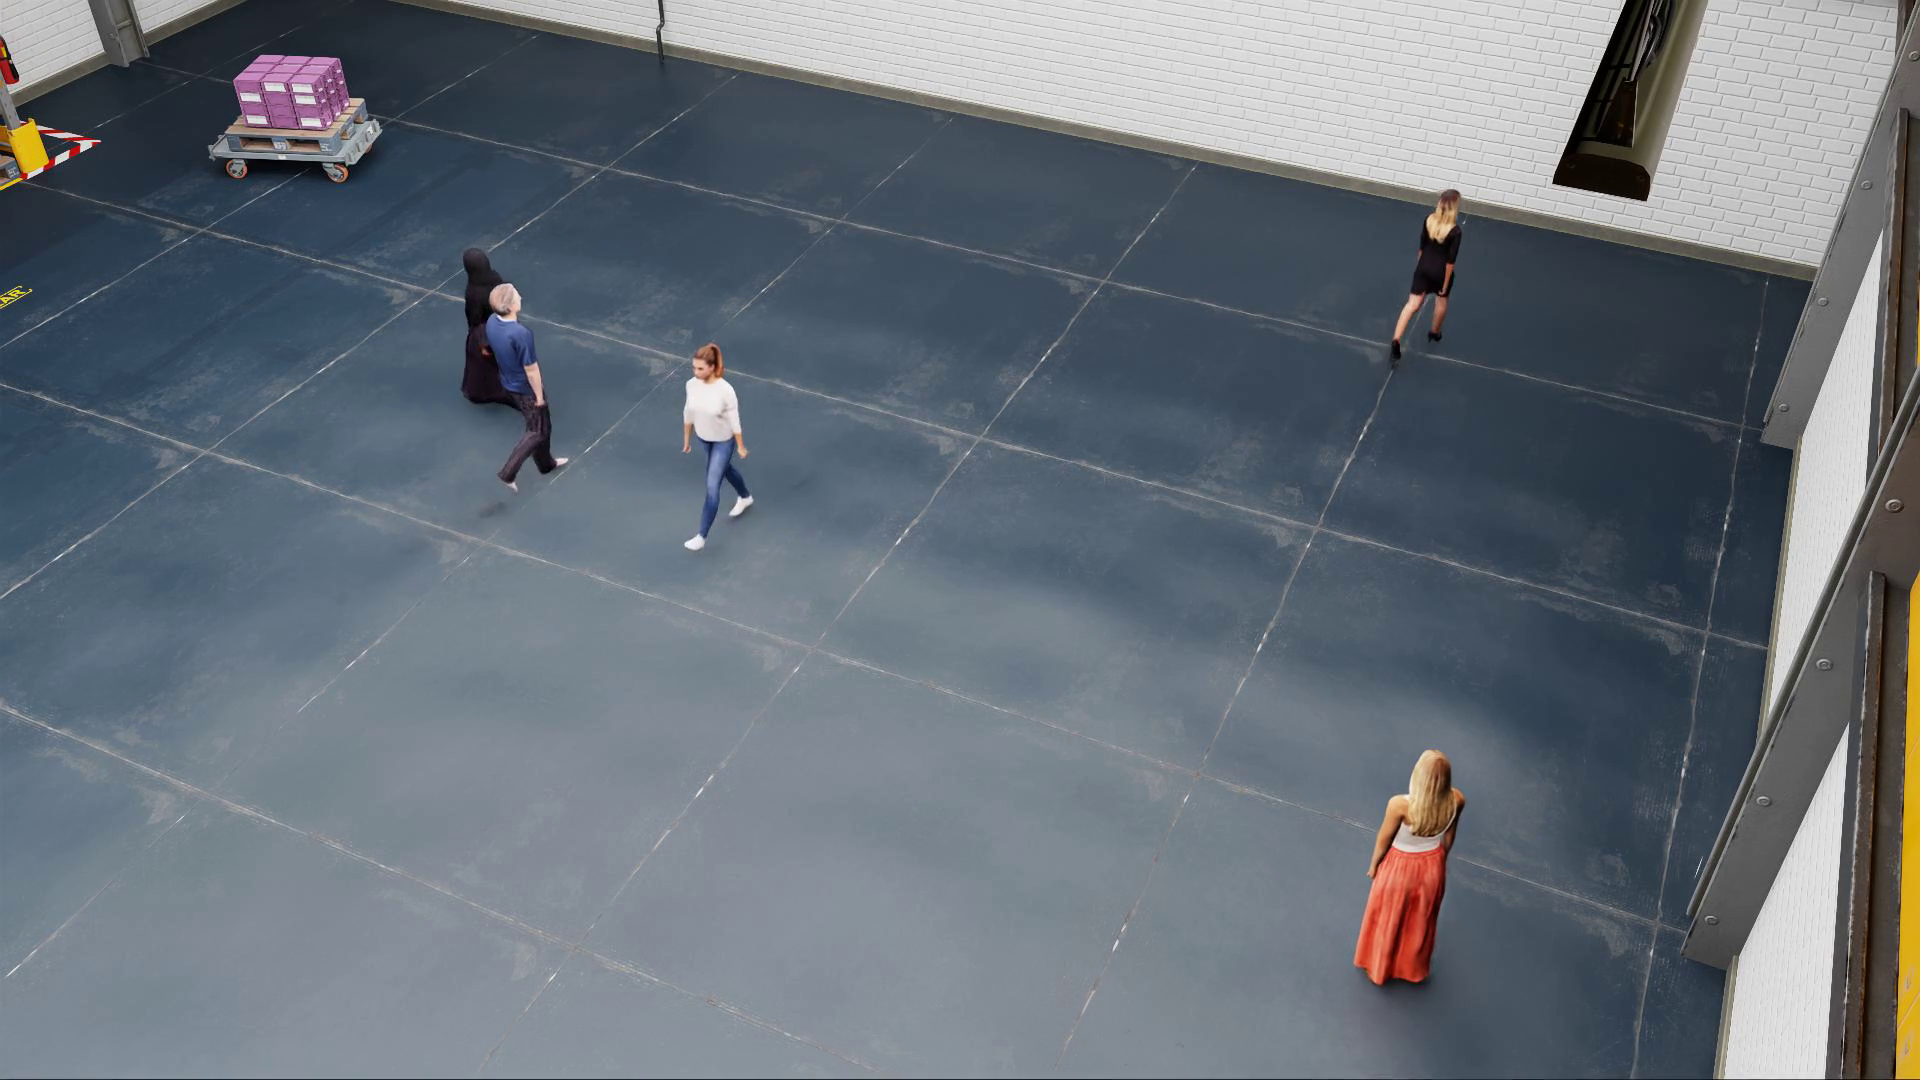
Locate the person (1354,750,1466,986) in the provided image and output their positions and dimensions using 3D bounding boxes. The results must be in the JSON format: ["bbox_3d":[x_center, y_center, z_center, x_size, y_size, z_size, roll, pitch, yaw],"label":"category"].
[{"bbox_3d":[2.594,1.893,9.546,0.720,1.801,0.739,-3,39,-4],"label":"person"}]

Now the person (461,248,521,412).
[{"bbox_3d":[-3.974,-1.797,14.316,0.763,1.613,1.056,22,43,25],"label":"person"}]

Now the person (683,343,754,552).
[{"bbox_3d":[-1.856,-0.793,13.012,0.753,1.673,1.157,23,44,26],"label":"person"}]

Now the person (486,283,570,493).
[{"bbox_3d":[-3.573,-1.190,13.366,0.836,1.851,1.045,28,47,31],"label":"person"}]

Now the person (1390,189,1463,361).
[{"bbox_3d":[4.209,-2.357,14.994,1.130,1.643,0.828,-32,48,-33],"label":"person"}]
